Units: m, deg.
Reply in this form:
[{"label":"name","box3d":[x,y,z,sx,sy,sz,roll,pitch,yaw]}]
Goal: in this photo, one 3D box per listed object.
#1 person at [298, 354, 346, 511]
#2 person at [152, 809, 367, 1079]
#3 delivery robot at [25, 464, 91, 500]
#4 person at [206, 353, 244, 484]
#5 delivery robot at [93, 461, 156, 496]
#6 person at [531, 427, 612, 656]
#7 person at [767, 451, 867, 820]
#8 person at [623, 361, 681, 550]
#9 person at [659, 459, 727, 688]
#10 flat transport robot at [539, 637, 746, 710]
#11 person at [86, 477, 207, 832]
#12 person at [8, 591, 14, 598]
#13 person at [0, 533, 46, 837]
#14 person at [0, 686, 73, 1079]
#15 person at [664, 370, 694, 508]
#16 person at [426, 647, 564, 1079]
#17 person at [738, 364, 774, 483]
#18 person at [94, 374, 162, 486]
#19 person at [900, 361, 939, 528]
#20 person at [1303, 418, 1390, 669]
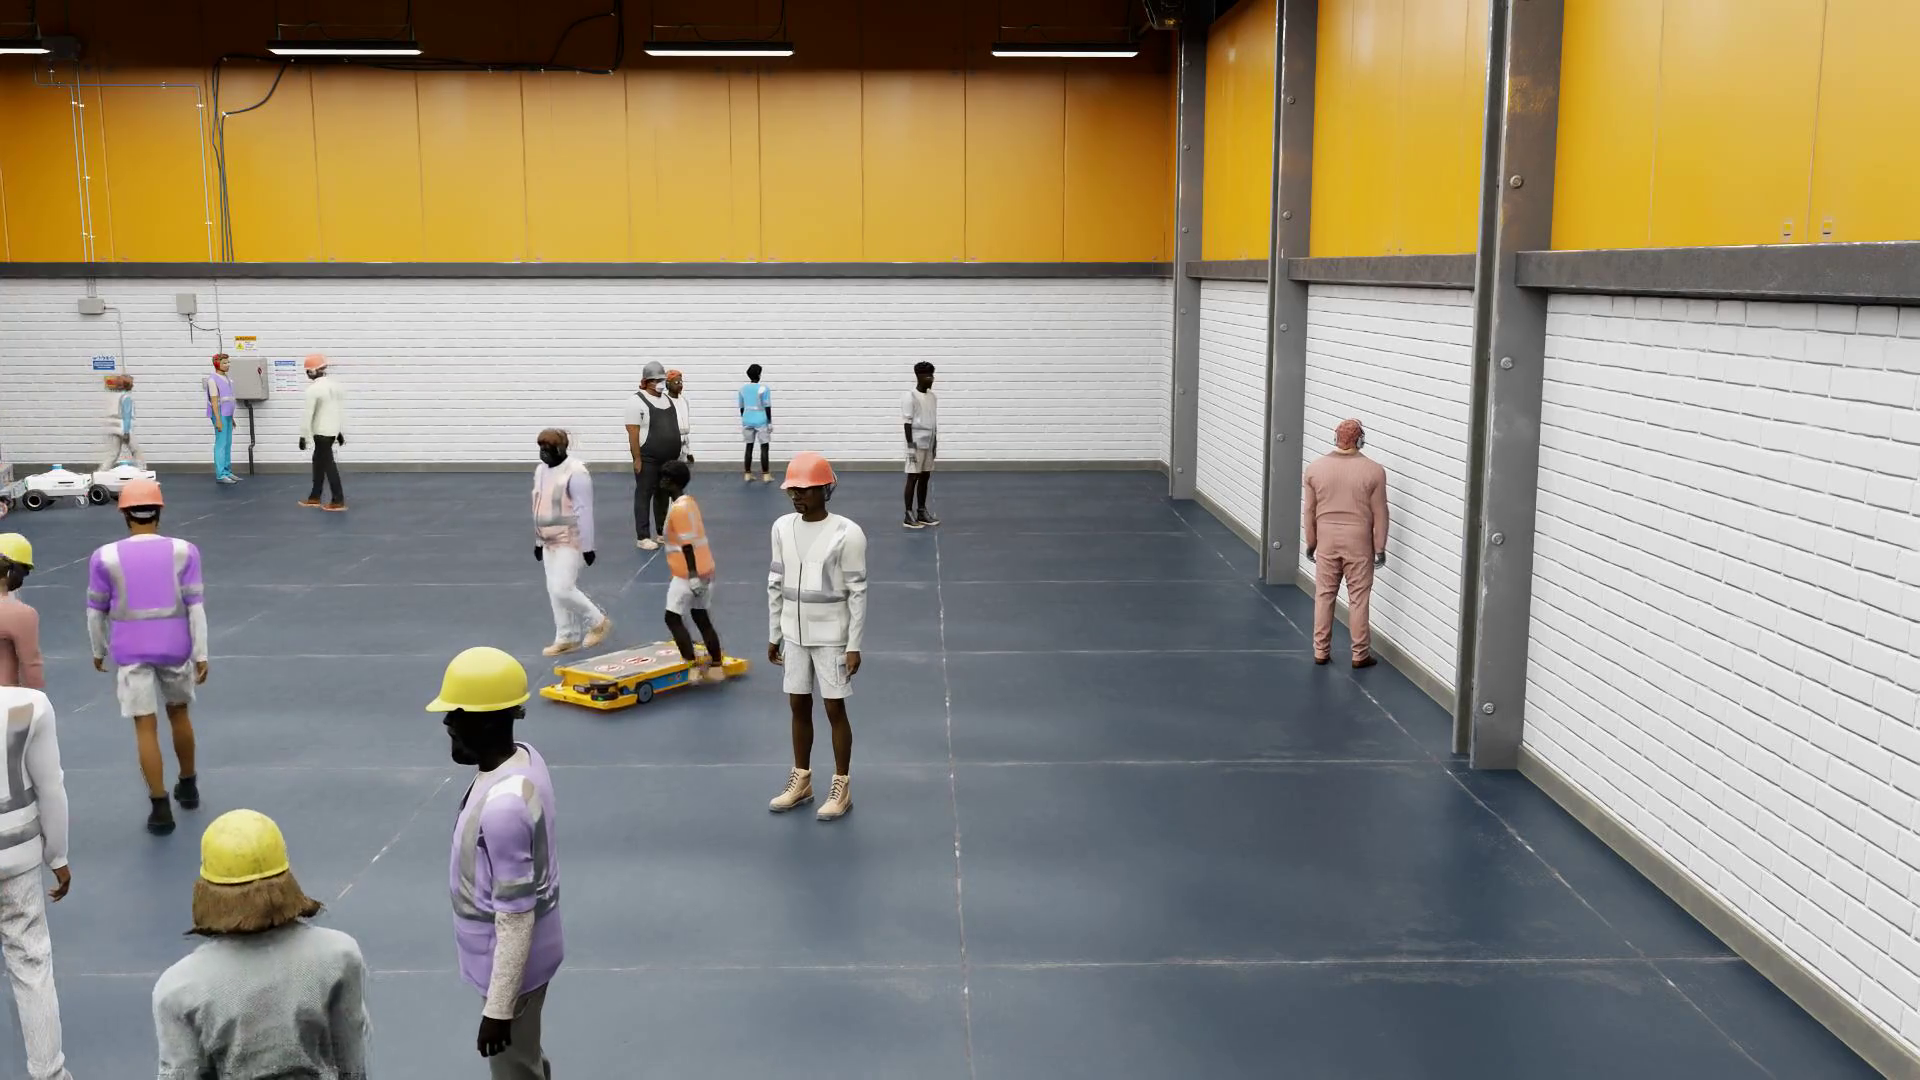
[{"label":"person","box3d":[-8.108,-1.339,20.844,0.837,1.964,0.654,1,9,8]},{"label":"person","box3d":[-1.683,1.519,4.084,0.482,1.730,0.460,-5,10,-27]},{"label":"delivery robot","box3d":[-11.416,-0.715,21.067,0.707,0.478,0.477,-2,9,-15]},{"label":"person","box3d":[-10.451,-1.720,23.564,0.389,1.846,0.566,-1,9,-5]},{"label":"delivery robot","box3d":[-10.787,-0.783,21.480,0.707,0.478,0.477,1,9,5]},{"label":"person","box3d":[-3.080,0.021,12.977,0.475,1.829,0.619,-8,12,-40]},{"label":"person","box3d":[-0.813,0.526,9.188,0.614,2.042,0.373,5,11,28]},{"label":"person","box3d":[-3.284,-0.929,18.121,0.536,2.000,0.676,6,11,32]},{"label":"person","box3d":[-1.931,0.247,12.033,0.508,1.658,0.548,1,9,5]},{"label":"flat transport robot","box3d":[-2.271,0.947,12.029,0.652,0.197,1.431,6,11,34]},{"label":"person","box3d":[-4.425,0.613,9.082,0.566,1.899,0.689,-6,11,-32]},{"label":"person","box3d":[-8.421,-0.138,13.966,0.540,1.820,0.975,5,10,26]},{"label":"person","box3d":[-4.826,0.821,8.385,0.574,1.703,0.842,3,10,17]},{"label":"person","box3d":[-3.448,1.151,5.852,0.573,1.883,0.356,-6,11,-31]},{"label":"person","box3d":[-3.274,-1.009,19.098,0.356,1.883,0.574,5,11,29]},{"label":"person","box3d":[-1.380,1.265,5.017,0.363,1.928,0.587,-3,10,-15]},{"label":"person","box3d":[-2.905,-1.651,23.617,0.535,1.695,0.318,5,10,26]},{"label":"person","box3d":[-11.550,-1.489,22.915,0.533,1.594,0.860,8,12,40]},{"label":"person","box3d":[-0.462,-1.125,19.579,0.368,1.963,0.609,6,11,35]},{"label":"person","box3d":[2.948,0.026,12.679,0.651,1.907,0.409,5,10,28]}]
